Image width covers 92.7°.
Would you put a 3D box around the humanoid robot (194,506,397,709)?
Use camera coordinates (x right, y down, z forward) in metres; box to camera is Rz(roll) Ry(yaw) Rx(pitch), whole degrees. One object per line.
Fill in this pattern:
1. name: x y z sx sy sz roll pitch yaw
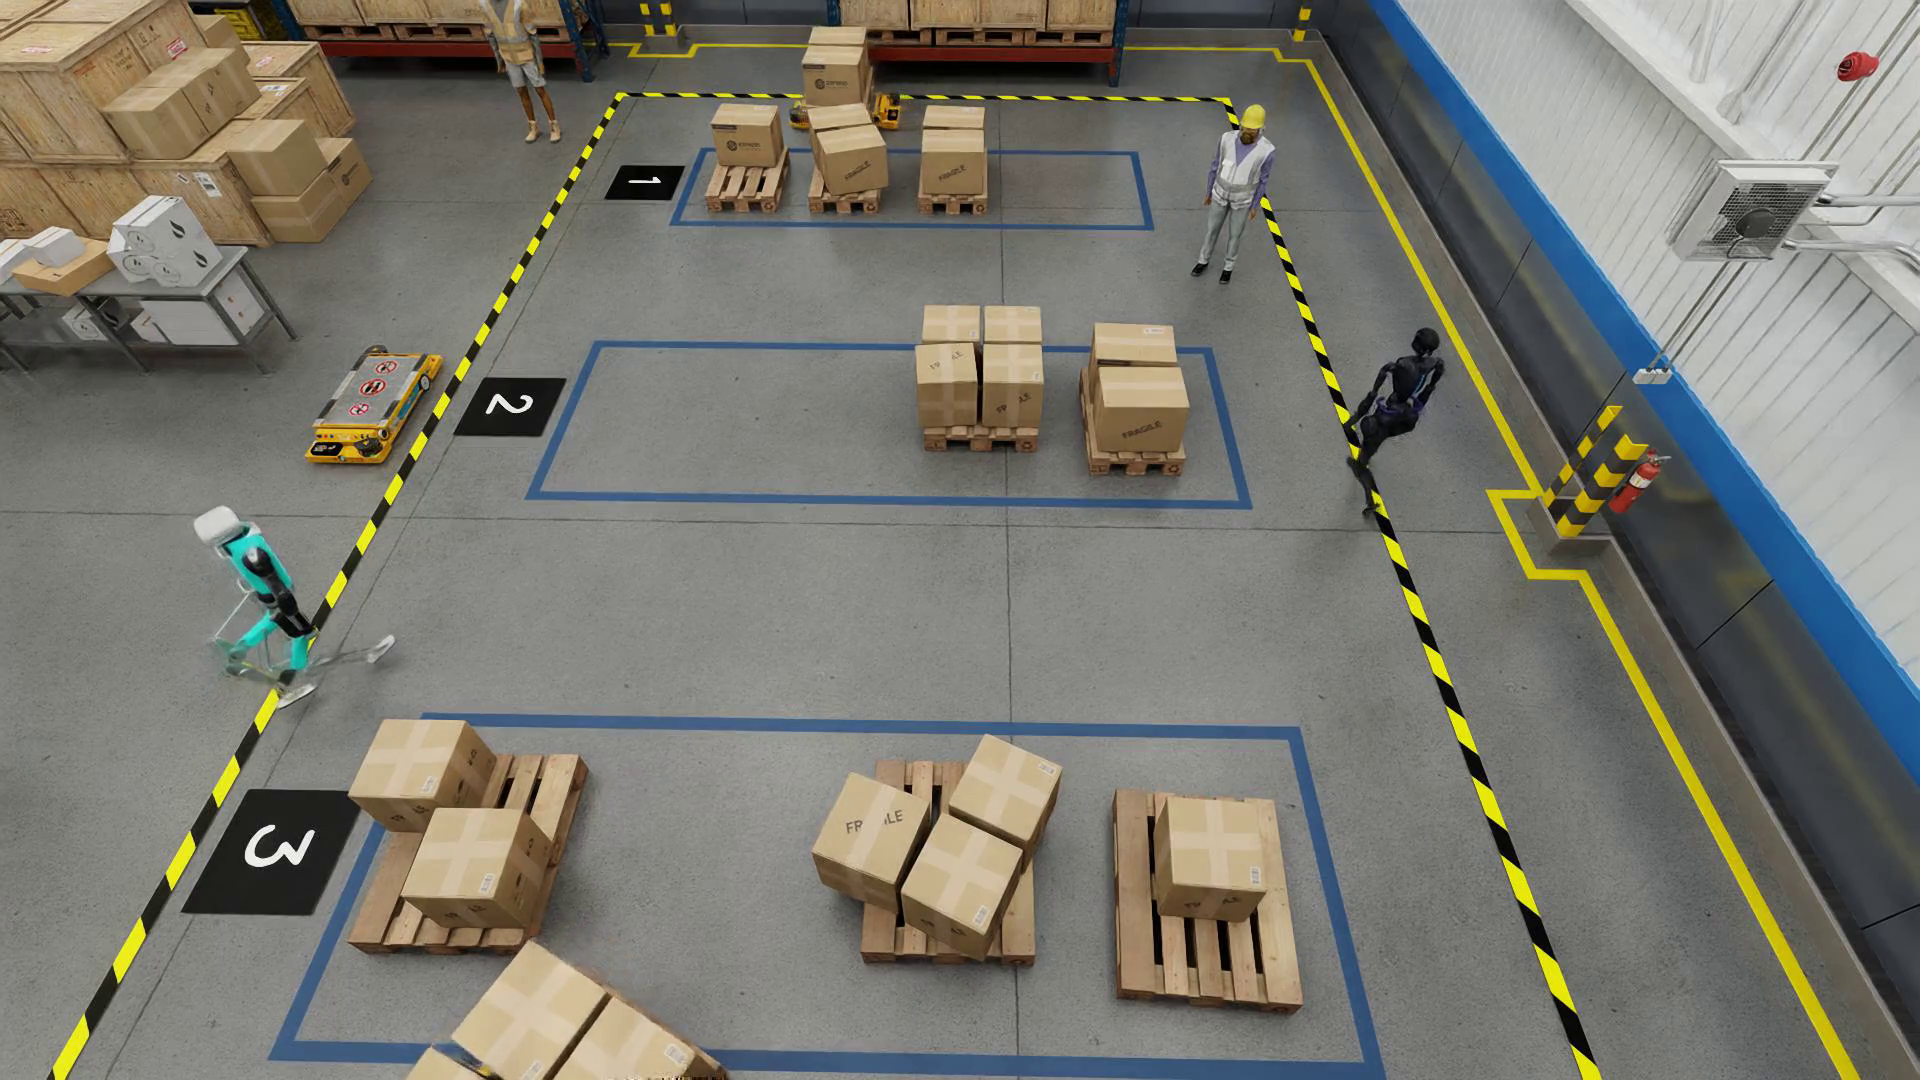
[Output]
1. humanoid robot: -4.535 0.537 5.964 0.546 1.744 1.041 35 58 26

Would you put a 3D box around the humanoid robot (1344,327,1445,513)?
1. humanoid robot: 3.446 -0.950 7.273 0.589 1.648 0.690 -7 50 -6

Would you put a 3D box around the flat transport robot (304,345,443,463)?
1. flat transport robot: -5.383 -1.269 8.441 0.659 0.231 1.431 1 50 1

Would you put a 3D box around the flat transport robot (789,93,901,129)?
1. flat transport robot: -1.523 -5.725 12.193 1.431 0.197 0.652 1 50 1

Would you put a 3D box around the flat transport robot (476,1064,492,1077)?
1. flat transport robot: -1.967 3.090 4.734 1.431 0.197 0.652 22 53 18

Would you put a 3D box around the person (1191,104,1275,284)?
1. person: 2.763 -3.480 9.284 0.589 1.837 0.404 24 54 19

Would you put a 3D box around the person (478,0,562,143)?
1. person: -5.393 -5.901 11.197 0.606 2.048 0.366 0 50 0
